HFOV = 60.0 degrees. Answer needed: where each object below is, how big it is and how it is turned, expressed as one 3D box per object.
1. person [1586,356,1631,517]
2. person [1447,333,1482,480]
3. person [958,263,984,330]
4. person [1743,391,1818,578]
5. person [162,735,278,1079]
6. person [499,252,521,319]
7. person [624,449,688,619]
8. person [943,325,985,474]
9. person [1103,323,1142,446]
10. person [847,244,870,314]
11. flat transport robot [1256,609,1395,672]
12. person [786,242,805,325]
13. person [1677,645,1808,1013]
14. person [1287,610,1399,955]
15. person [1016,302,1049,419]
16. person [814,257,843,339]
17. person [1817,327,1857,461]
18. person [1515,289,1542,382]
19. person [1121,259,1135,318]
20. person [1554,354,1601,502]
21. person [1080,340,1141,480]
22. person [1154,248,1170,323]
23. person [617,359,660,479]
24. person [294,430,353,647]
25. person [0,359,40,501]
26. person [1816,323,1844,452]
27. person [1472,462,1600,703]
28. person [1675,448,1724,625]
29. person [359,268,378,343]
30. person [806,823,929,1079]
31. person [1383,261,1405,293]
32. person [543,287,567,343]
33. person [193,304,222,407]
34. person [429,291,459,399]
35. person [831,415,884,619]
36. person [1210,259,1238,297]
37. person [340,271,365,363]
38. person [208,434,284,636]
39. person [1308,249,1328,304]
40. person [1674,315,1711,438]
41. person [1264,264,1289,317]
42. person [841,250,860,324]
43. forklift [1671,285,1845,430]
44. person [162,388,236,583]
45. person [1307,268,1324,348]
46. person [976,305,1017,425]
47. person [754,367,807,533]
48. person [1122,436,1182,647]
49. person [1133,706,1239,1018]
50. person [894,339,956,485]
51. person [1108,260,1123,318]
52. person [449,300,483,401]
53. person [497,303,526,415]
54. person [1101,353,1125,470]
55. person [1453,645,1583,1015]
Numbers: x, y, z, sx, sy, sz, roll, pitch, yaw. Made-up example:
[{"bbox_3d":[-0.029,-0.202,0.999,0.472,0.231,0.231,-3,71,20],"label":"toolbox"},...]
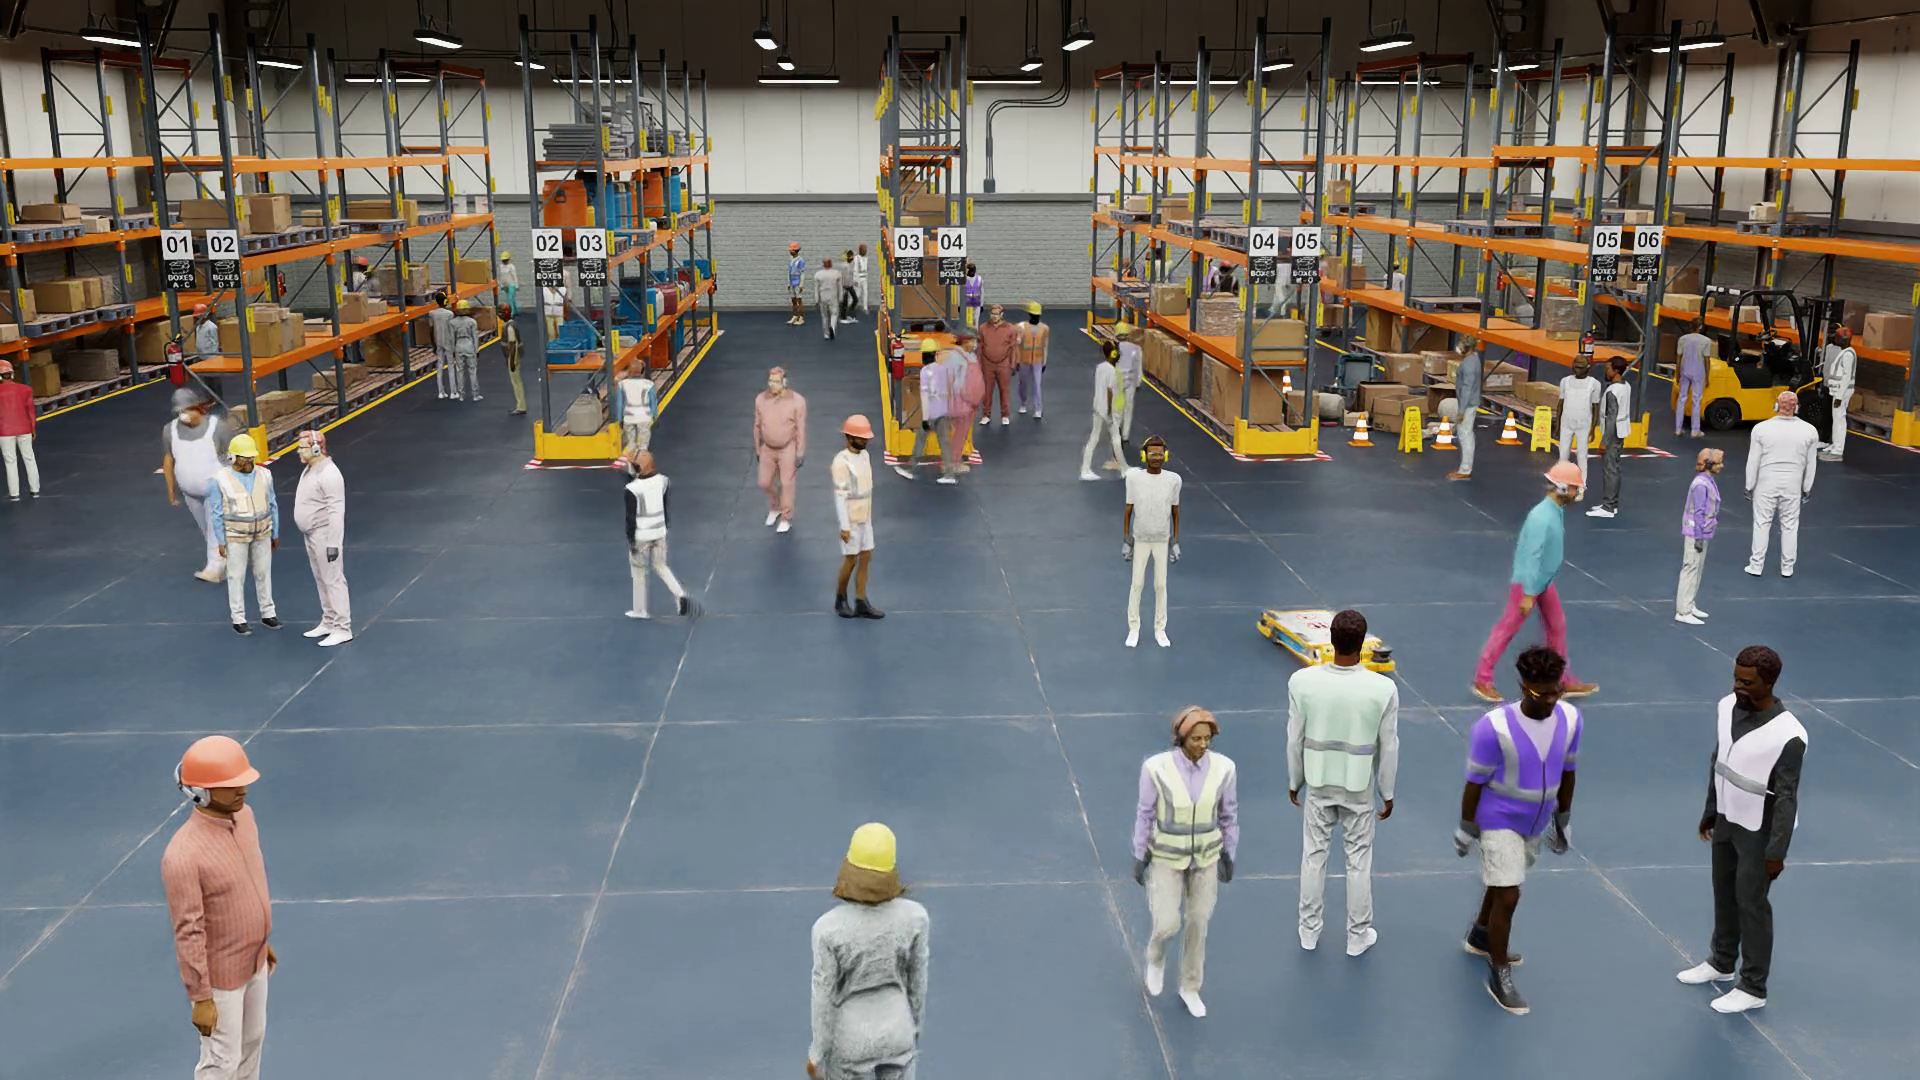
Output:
[{"bbox_3d":[7.740,-1.228,19.728,0.392,1.922,0.593,8,16,32],"label":"person"},{"bbox_3d":[6.669,-1.753,21.917,0.362,1.938,0.631,5,14,21],"label":"person"},{"bbox_3d":[0.234,-5.161,36.559,0.627,1.845,0.429,-3,14,-14],"label":"person"},{"bbox_3d":[8.332,-0.564,16.947,0.652,1.906,0.402,3,14,13],"label":"person"},{"bbox_3d":[-3.023,1.758,6.915,0.389,1.992,0.625,0,13,1],"label":"person"},{"bbox_3d":[-11.491,-6.524,42.582,0.566,1.734,0.694,9,16,32],"label":"person"},{"bbox_3d":[-2.832,-0.036,15.318,0.592,1.616,0.525,11,17,39],"label":"person"},{"bbox_3d":[0.075,-1.913,22.372,0.544,2.000,0.755,5,14,21],"label":"person"},{"bbox_3d":[2.394,-2.321,24.645,0.596,1.780,0.934,0,13,0],"label":"person"},{"bbox_3d":[-2.683,-6.882,43.842,0.653,1.847,0.596,12,18,41],"label":"person"},{"bbox_3d":[3.153,0.857,14.430,0.652,0.197,1.431,-3,14,-12],"label":"flat transport robot"},{"bbox_3d":[-4.070,-6.325,41.058,0.378,2.044,0.608,-11,17,-39],"label":"person"},{"bbox_3d":[4.003,1.448,8.426,0.384,1.910,0.593,-2,13,-8],"label":"person"},{"bbox_3d":[2.049,1.311,8.974,0.592,1.920,0.392,5,14,20],"label":"person"},{"bbox_3d":[1.159,-2.941,27.108,0.595,1.875,1.025,-2,13,-8],"label":"person"},{"bbox_3d":[-2.994,-5.491,37.850,0.654,1.890,0.707,0,13,0],"label":"person"},{"bbox_3d":[12.303,-2.040,23.262,0.356,1.877,0.574,6,15,24],"label":"person"},{"bbox_3d":[10.625,-3.815,31.057,0.348,1.747,0.565,-10,17,-38],"label":"person"},{"bbox_3d":[4.096,-6.120,41.055,0.514,1.640,0.310,-4,14,-16],"label":"person"},{"bbox_3d":[7.623,-1.392,20.591,0.506,1.843,0.346,9,16,33],"label":"person"},{"bbox_3d":[1.981,-1.701,21.905,0.918,1.834,0.564,-6,14,-23],"label":"person"},{"bbox_3d":[5.002,-6.315,41.369,0.701,1.881,0.527,-9,16,-35],"label":"person"},{"bbox_3d":[-4.200,-1.541,21.692,0.518,1.629,0.422,3,14,12],"label":"person"},{"bbox_3d":[-5.633,-0.022,14.647,0.408,1.906,0.653,-10,17,-37],"label":"person"},{"bbox_3d":[-11.778,-1.370,20.679,0.325,1.754,0.562,10,17,37],"label":"person"},{"bbox_3d":[12.588,-2.202,23.999,0.328,1.861,0.505,-2,13,-7],"label":"person"},{"bbox_3d":[4.584,0.340,13.049,1.004,1.921,0.718,8,15,30],"label":"person"},{"bbox_3d":[6.819,-0.044,15.340,0.314,1.632,0.522,8,15,30],"label":"person"},{"bbox_3d":[-13.299,-5.292,37.358,0.501,1.717,0.658,3,14,14],"label":"person"},{"bbox_3d":[-0.365,1.957,6.634,0.499,1.741,0.312,-5,14,-21],"label":"person"},{"bbox_3d":[10.094,-5.651,38.795,0.526,1.769,0.330,-1,13,-4],"label":"person"},{"bbox_3d":[-8.305,-4.559,34.043,0.576,1.826,0.580,-4,14,-17],"label":"person"},{"bbox_3d":[-12.739,-3.121,28.120,0.559,1.744,0.333,10,17,36],"label":"person"},{"bbox_3d":[-8.984,-3.395,29.015,0.512,1.873,0.329,3,14,13],"label":"person"},{"bbox_3d":[-0.967,-0.207,15.395,0.516,1.926,0.560,7,15,27],"label":"person"},{"bbox_3d":[5.560,-4.958,35.311,0.657,2.014,0.783,-1,13,-5],"label":"person"},{"bbox_3d":[-12.437,-4.579,33.919,0.542,1.928,0.400,-12,18,-40],"label":"person"},{"bbox_3d":[-6.405,-0.053,14.968,0.403,1.824,0.591,12,18,42],"label":"person"},{"bbox_3d":[9.285,-6.686,43.266,0.712,1.731,0.516,-5,14,-20],"label":"person"},{"bbox_3d":[11.082,-2.470,25.155,0.346,1.845,0.505,-13,18,-43],"label":"person"},{"bbox_3d":[8.195,-6.659,43.163,0.595,1.708,0.858,-12,18,-40],"label":"person"},{"bbox_3d":[-2.727,-6.295,41.348,0.641,1.840,0.562,9,16,34],"label":"person"},{"bbox_3d":[12.503,-2.886,26.166,2.313,2.155,1.214,-1,13,-3],"label":"forklift"},{"bbox_3d":[-7.641,-0.596,16.790,0.714,2.000,1.036,-1,13,-2],"label":"person"},{"bbox_3d":[7.782,-5.083,36.426,0.332,1.746,0.559,3,14,12],"label":"person"},{"bbox_3d":[0.572,-2.761,26.252,0.654,1.905,0.408,2,13,8],"label":"person"},{"bbox_3d":[-2.059,-1.022,18.925,0.645,1.893,0.422,3,14,14],"label":"person"},{"bbox_3d":[1.678,0.016,14.559,0.514,1.876,0.328,0,13,0],"label":"person"},{"bbox_3d":[1.138,1.609,8.329,0.542,1.622,0.364,-2,13,-10],"label":"person"},{"bbox_3d":[-0.428,-1.675,21.702,0.947,1.880,0.613,9,16,34],"label":"person"},{"bbox_3d":[3.901,-6.131,41.138,0.495,1.613,0.517,-10,17,-36],"label":"person"},{"bbox_3d":[-8.571,-3.286,28.832,0.486,1.740,0.313,0,13,1],"label":"person"},{"bbox_3d":[-7.347,-2.970,27.315,0.407,1.831,0.576,-4,14,-18],"label":"person"},{"bbox_3d":[2.082,-1.799,22.646,0.321,1.691,0.532,3,14,13],"label":"person"},{"bbox_3d":[2.832,1.411,8.600,0.622,1.913,0.730,-5,14,-20],"label":"person"}]
